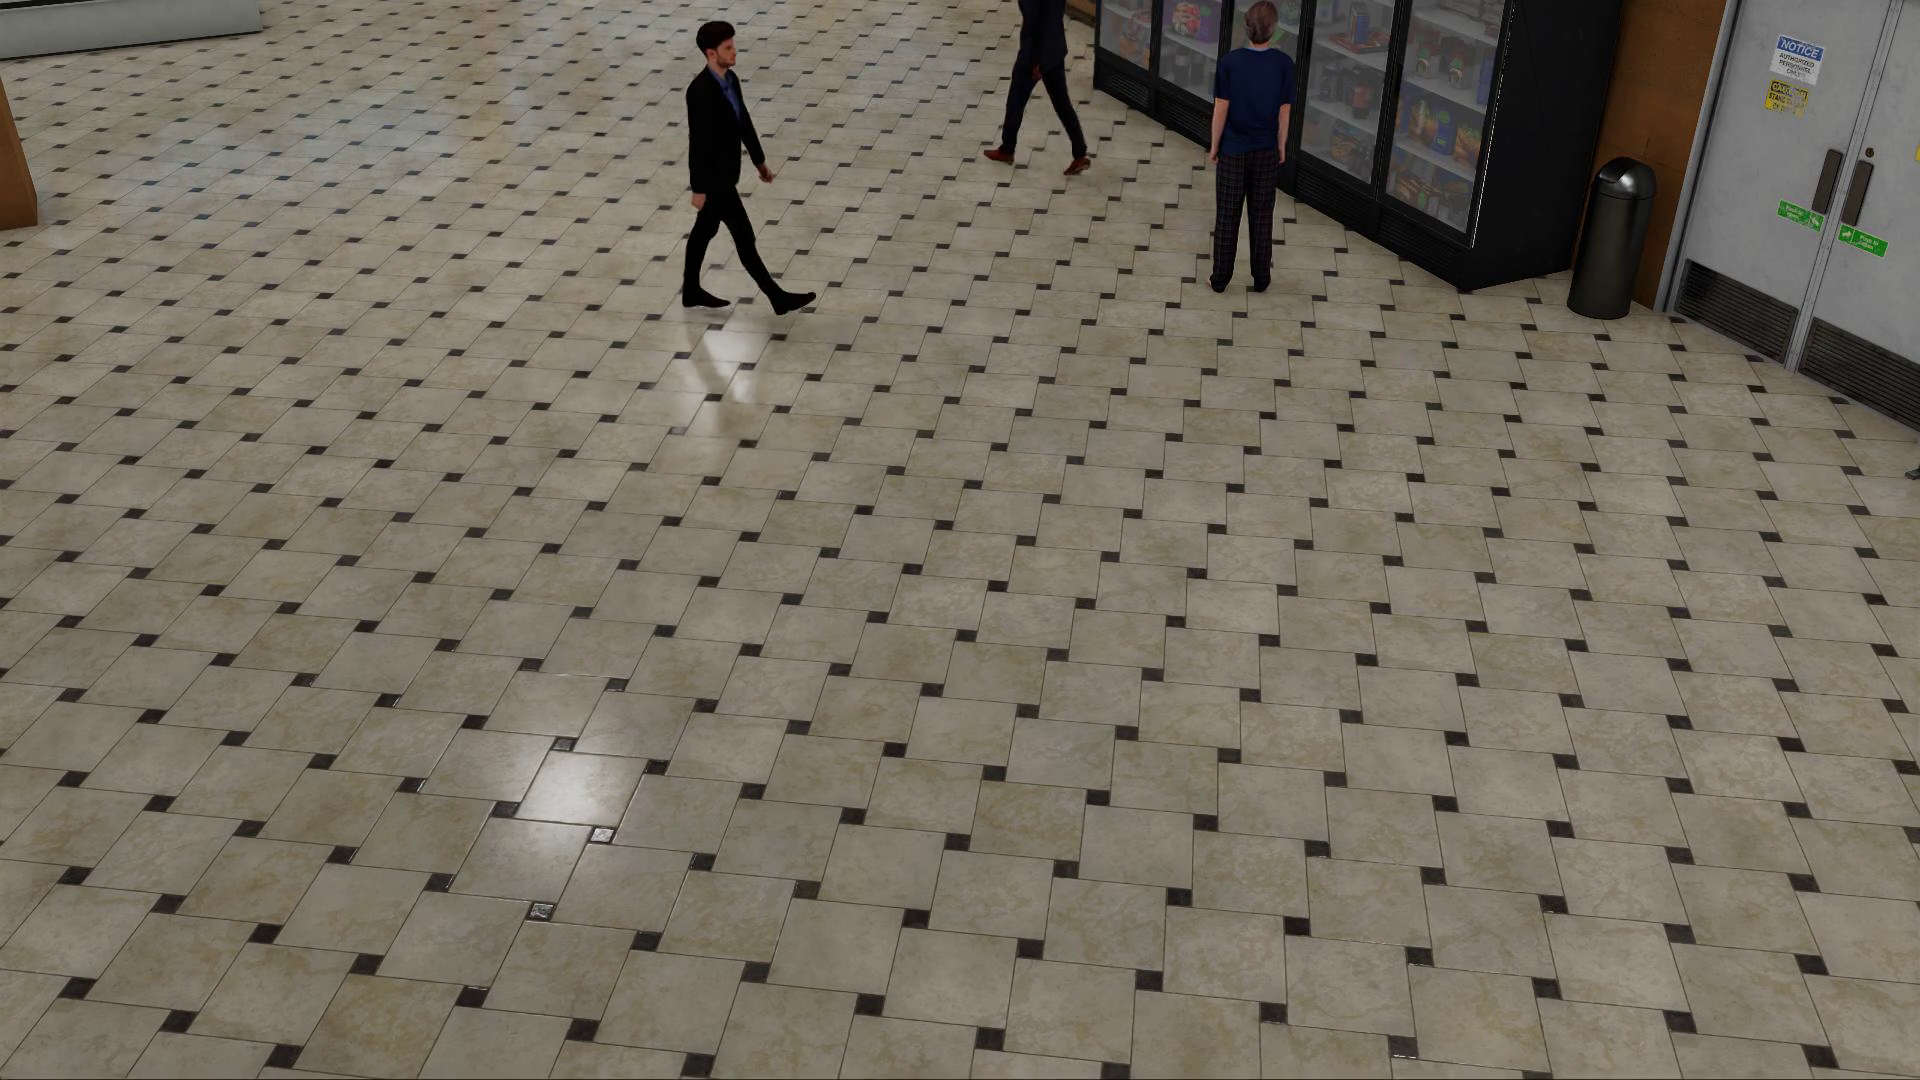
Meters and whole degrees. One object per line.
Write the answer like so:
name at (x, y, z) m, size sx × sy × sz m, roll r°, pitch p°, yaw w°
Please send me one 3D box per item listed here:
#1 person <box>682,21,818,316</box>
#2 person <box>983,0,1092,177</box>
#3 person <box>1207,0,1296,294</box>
person at (-1.575, -2.247, 10.260) m, size 1.263 × 1.844 × 1.091 m, roll 4°, pitch 32°, yaw 7°
person at (0.692, -3.612, 12.496) m, size 1.073 × 1.798 × 1.245 m, roll 24°, pitch 39°, yaw 33°
person at (1.847, -2.492, 10.628) m, size 0.651 × 1.871 × 0.796 m, roll 1°, pitch 32°, yaw 2°
